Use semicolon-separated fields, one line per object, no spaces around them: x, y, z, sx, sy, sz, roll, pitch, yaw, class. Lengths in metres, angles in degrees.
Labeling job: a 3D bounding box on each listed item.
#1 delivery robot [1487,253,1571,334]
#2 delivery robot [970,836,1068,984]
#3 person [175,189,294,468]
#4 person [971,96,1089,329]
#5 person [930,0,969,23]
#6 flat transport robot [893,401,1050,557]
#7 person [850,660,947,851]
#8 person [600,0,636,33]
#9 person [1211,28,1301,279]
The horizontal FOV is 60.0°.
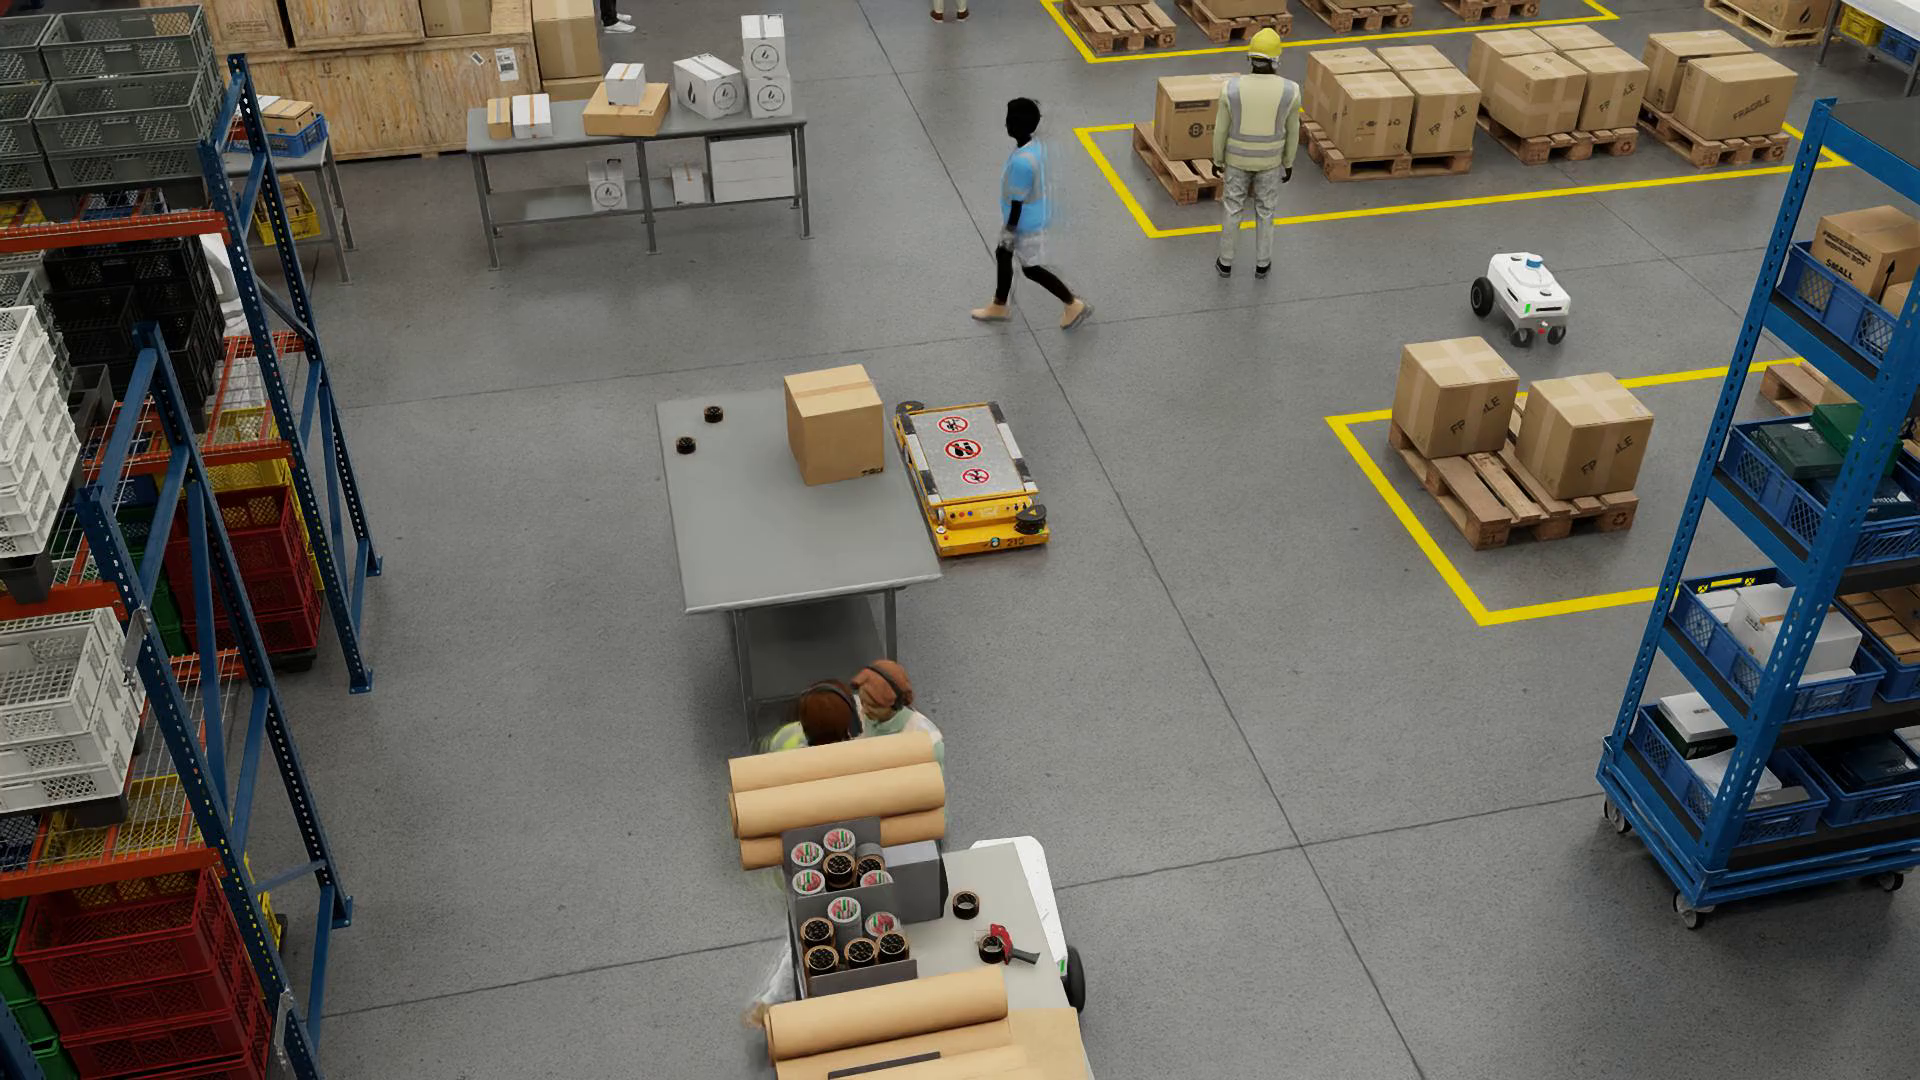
3.951;-1.745;11.564;0.477;0.478;0.707;-4;37;-6;delivery robot
0.235;1.591;7.081;0.477;0.478;0.707;-5;37;-6;delivery robot
-4.358;-1.311;9.952;0.355;1.883;0.572;-1;37;-2;person
0.501;-2.193;11.315;0.787;1.671;0.528;2;37;2;person
-0.129;-6.037;16.319;0.532;1.864;0.312;-3;37;-3;person
0.046;-0.430;10.108;0.652;0.197;1.431;-8;37;-10;flat transport robot
-0.283;1.135;6.873;0.528;1.630;0.344;23;43;28;person
-3.425;-5.898;16.095;0.383;1.912;0.584;-10;38;-13;person
2.105;-2.754;11.935;0.601;1.827;0.403;4;37;5;person
